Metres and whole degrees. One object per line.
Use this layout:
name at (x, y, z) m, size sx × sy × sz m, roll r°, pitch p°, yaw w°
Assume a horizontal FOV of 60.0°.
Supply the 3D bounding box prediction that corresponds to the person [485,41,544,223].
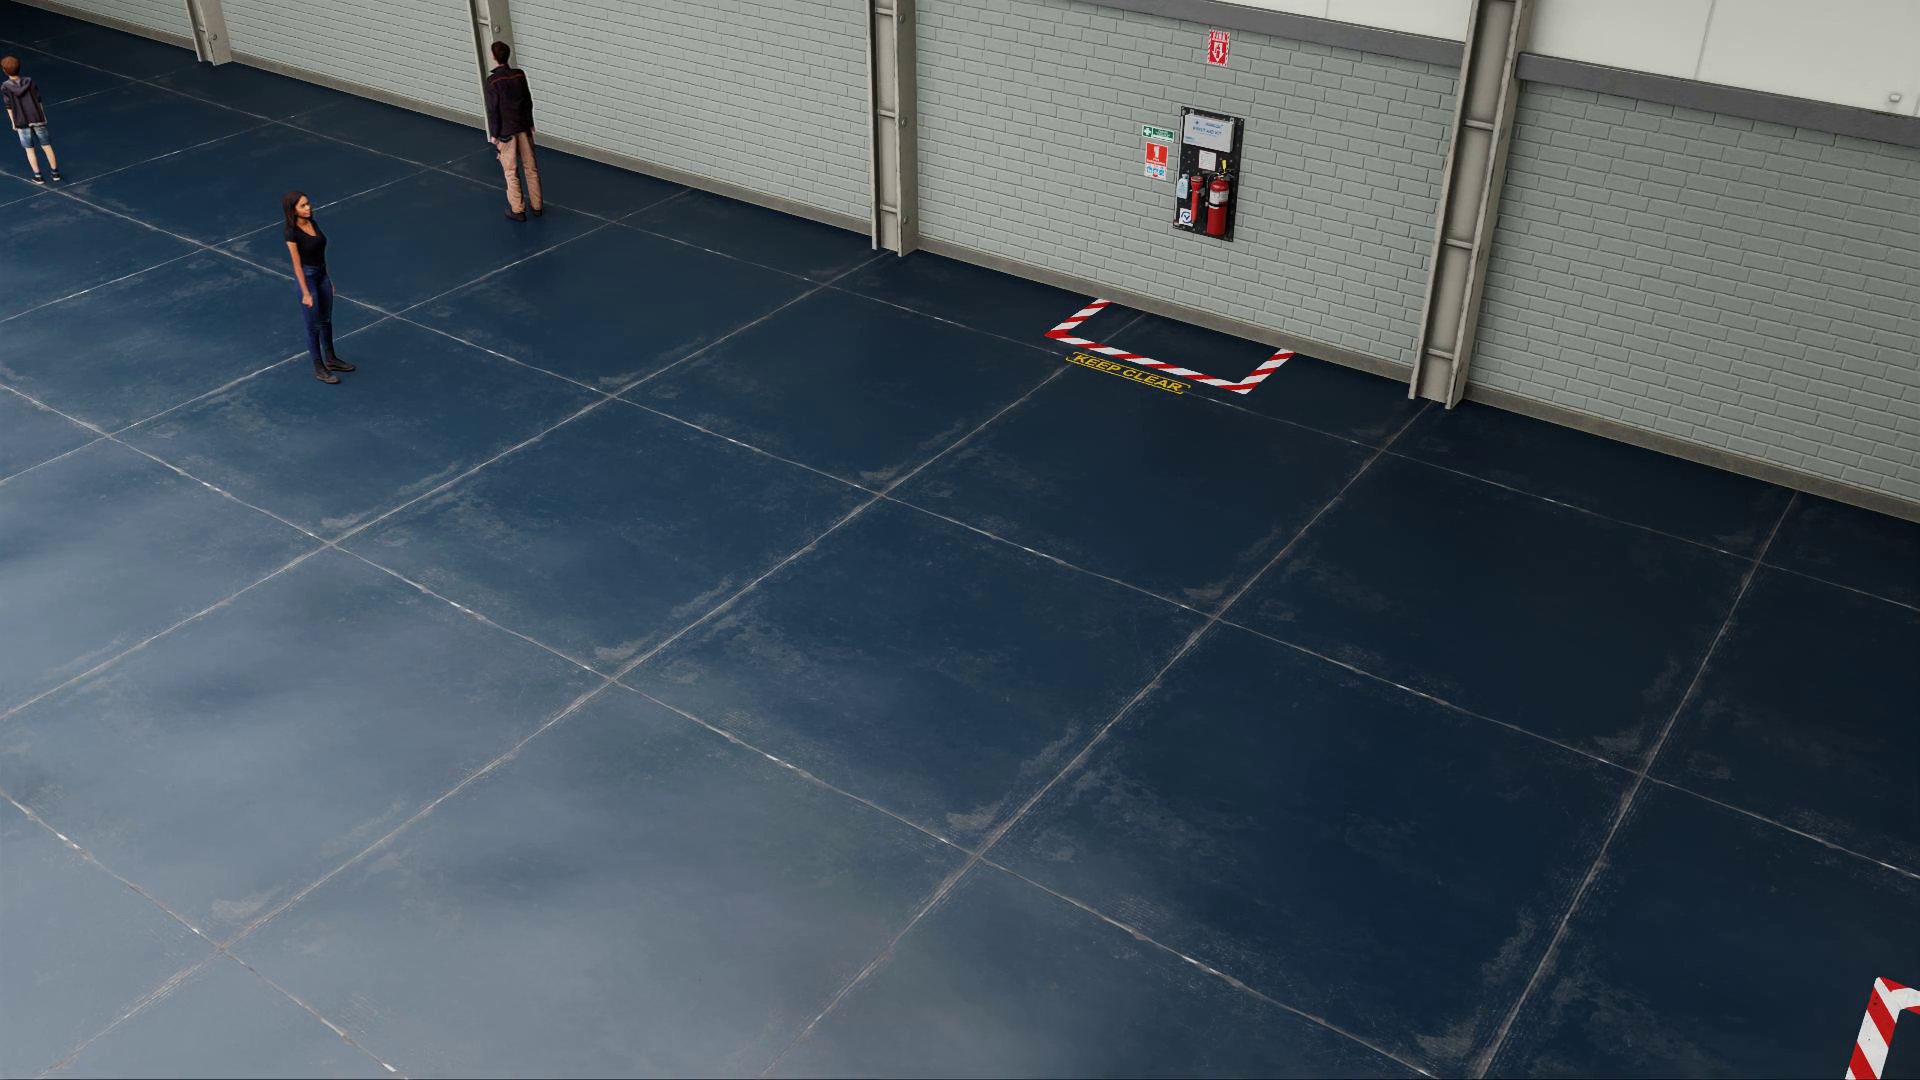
person at (-4.830, -4.405, 17.936) m, size 0.743 × 1.924 × 0.649 m, roll -28°, pitch 41°, yaw -36°

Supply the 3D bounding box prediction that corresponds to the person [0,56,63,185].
person at (-10.657, -4.809, 19.025) m, size 0.604 × 1.446 × 0.617 m, roll -20°, pitch 37°, yaw -28°

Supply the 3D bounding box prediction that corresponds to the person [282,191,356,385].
person at (-5.723, -2.254, 14.699) m, size 0.635 × 1.740 × 0.625 m, roll 7°, pitch 33°, yaw 11°
